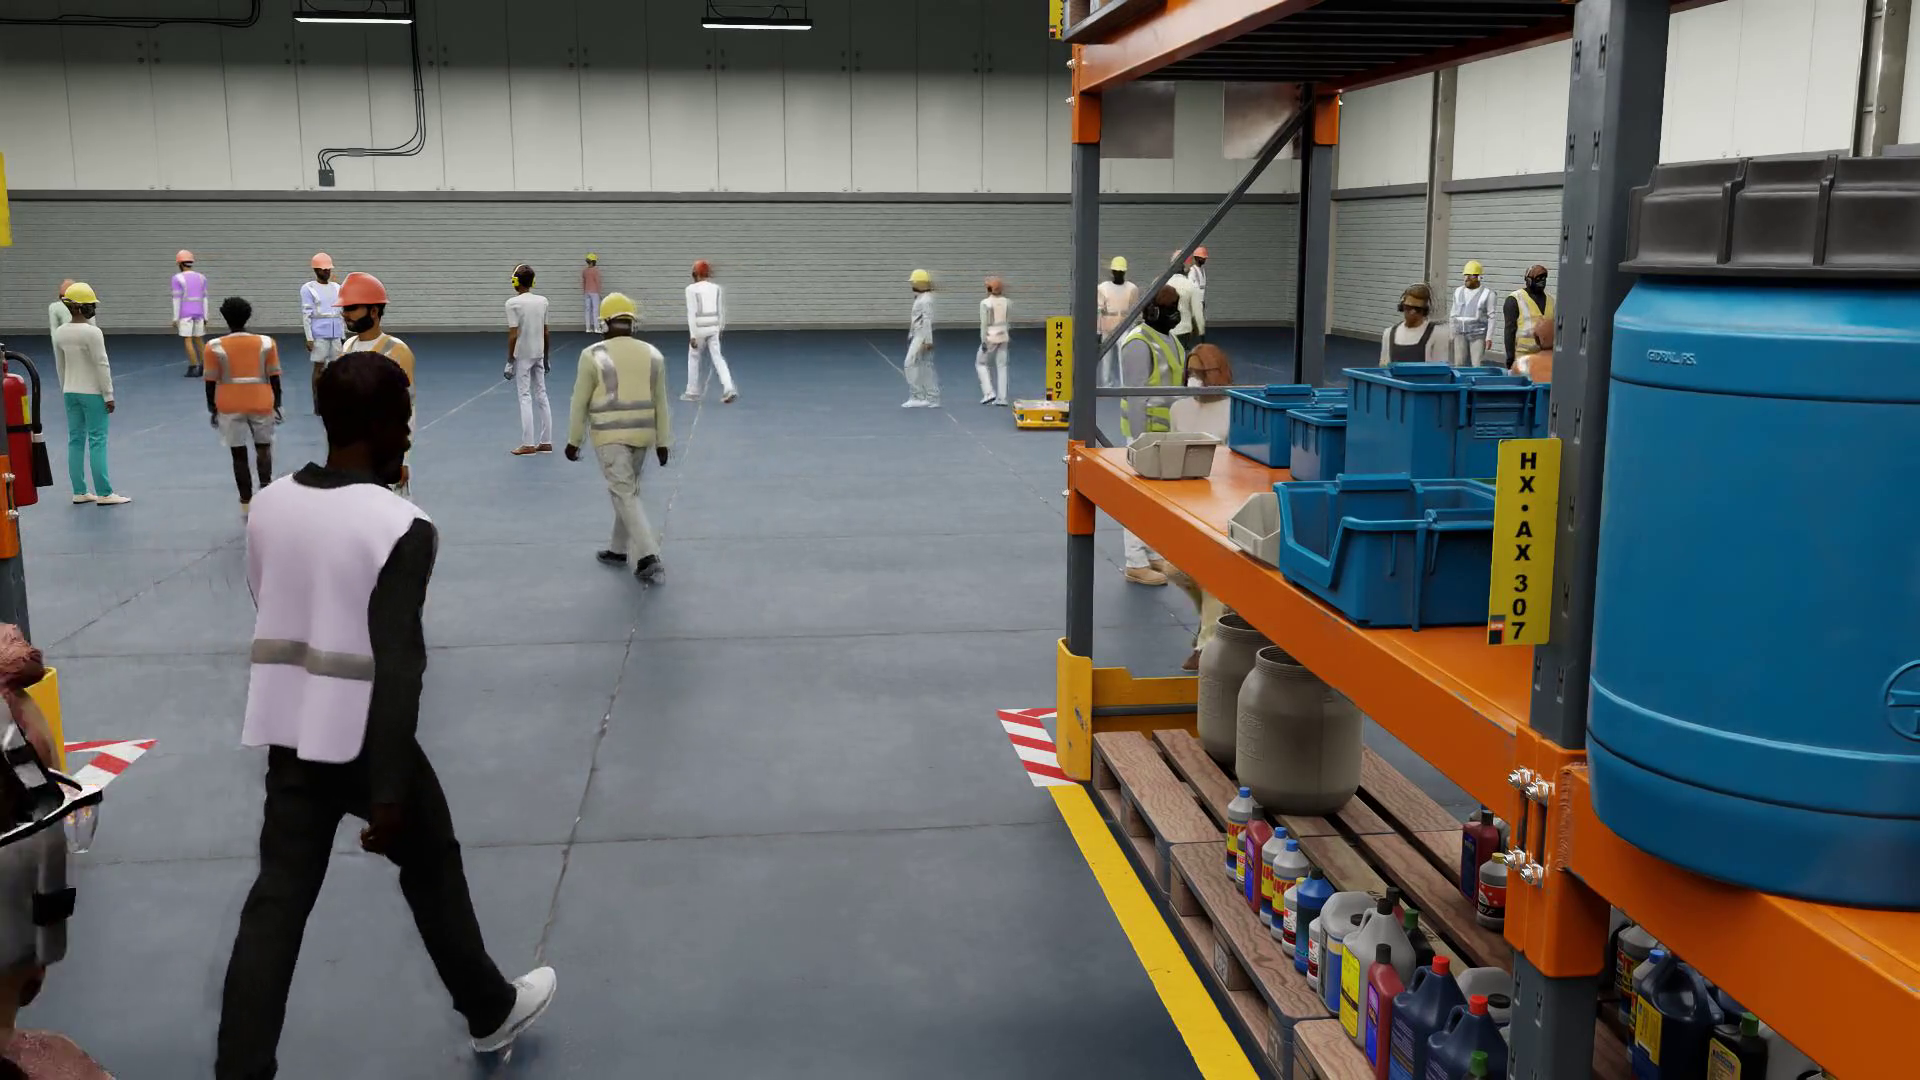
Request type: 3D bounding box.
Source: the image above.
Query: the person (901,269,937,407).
[{"bbox_3d":[-0.551,-2.515,20.823,0.589,1.725,0.492,0,10,-2],"label":"person"}]

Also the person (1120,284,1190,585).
[{"bbox_3d":[1.220,-0.660,10.336,0.430,1.844,0.624,5,12,27],"label":"person"}]

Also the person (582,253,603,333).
[{"bbox_3d":[-8.127,-5.452,36.808,0.525,1.771,0.305,6,12,30],"label":"person"}]

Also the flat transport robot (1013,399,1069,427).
[{"bbox_3d":[0.959,-1.453,18.994,0.652,0.197,1.431,0,10,0],"label":"flat transport robot"}]

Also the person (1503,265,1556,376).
[{"bbox_3d":[5.910,-1.916,17.221,0.619,1.845,0.430,-4,11,-21],"label":"person"}]

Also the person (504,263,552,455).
[{"bbox_3d":[-4.242,-1.761,16.294,0.328,1.873,0.521,8,13,37],"label":"person"}]

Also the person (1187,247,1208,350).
[{"bbox_3d":[4.480,-4.525,31.271,0.377,1.932,0.552,7,12,33],"label":"person"}]

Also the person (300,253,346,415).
[{"bbox_3d":[-7.613,-2.471,20.002,0.360,1.935,0.552,7,12,33],"label":"person"}]

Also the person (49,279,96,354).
[{"bbox_3d":[-10.961,-2.413,20.578,0.505,1.618,0.592,-4,11,-21],"label":"person"}]

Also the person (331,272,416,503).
[{"bbox_3d":[-3.217,-0.487,9.122,0.542,1.939,0.361,7,12,32],"label":"person"}]

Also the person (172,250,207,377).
[{"bbox_3d":[-11.742,-3.445,25.351,0.365,1.937,0.547,6,12,31],"label":"person"}]

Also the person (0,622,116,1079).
[{"bbox_3d":[-0.698,0.977,1.249,0.647,1.889,0.584,0,10,-2],"label":"person"}]

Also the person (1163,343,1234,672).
[{"bbox_3d":[1.227,-0.163,8.227,0.500,1.620,0.394,10,14,44],"label":"person"}]

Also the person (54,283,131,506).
[{"bbox_3d":[-6.946,-1.154,13.252,0.522,1.769,0.312,4,11,22],"label":"person"}]

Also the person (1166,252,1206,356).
[{"bbox_3d":[2.759,-2.574,20.517,0.665,1.945,0.968,9,13,39],"label":"person"}]

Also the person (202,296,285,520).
[{"bbox_3d":[-5.405,-0.991,12.561,0.555,1.682,0.374,-6,12,-31],"label":"person"}]

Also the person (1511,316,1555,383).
[{"bbox_3d":[3.929,-0.691,11.164,0.529,1.611,0.725,4,11,20],"label":"person"}]

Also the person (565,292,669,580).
[{"bbox_3d":[-2.108,-0.657,10.487,0.909,1.792,0.589,10,14,44],"label":"person"}]

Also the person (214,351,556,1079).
[{"bbox_3d":[-1.464,0.480,4.041,0.601,1.862,0.996,5,12,26],"label":"person"}]

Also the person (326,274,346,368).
[{"bbox_3d":[-9.684,-3.317,25.498,0.499,1.623,0.346,-8,13,-36],"label":"person"}]

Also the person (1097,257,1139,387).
[{"bbox_3d":[2.072,-2.803,22.017,0.600,1.873,1.017,-1,10,-5],"label":"person"}]

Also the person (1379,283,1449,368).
[{"bbox_3d":[3.070,-0.878,11.625,0.816,1.799,0.590,-8,13,-36],"label":"person"}]

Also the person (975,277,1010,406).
[{"bbox_3d":[0.428,-2.503,21.016,0.512,1.627,0.419,-9,14,-40],"label":"person"}]

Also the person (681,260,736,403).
[{"bbox_3d":[-3.245,-2.683,21.461,0.970,1.843,0.589,10,14,43],"label":"person"}]

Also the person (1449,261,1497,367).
[{"bbox_3d":[6.395,-2.570,20.827,0.591,1.834,0.404,10,14,43],"label":"person"}]
